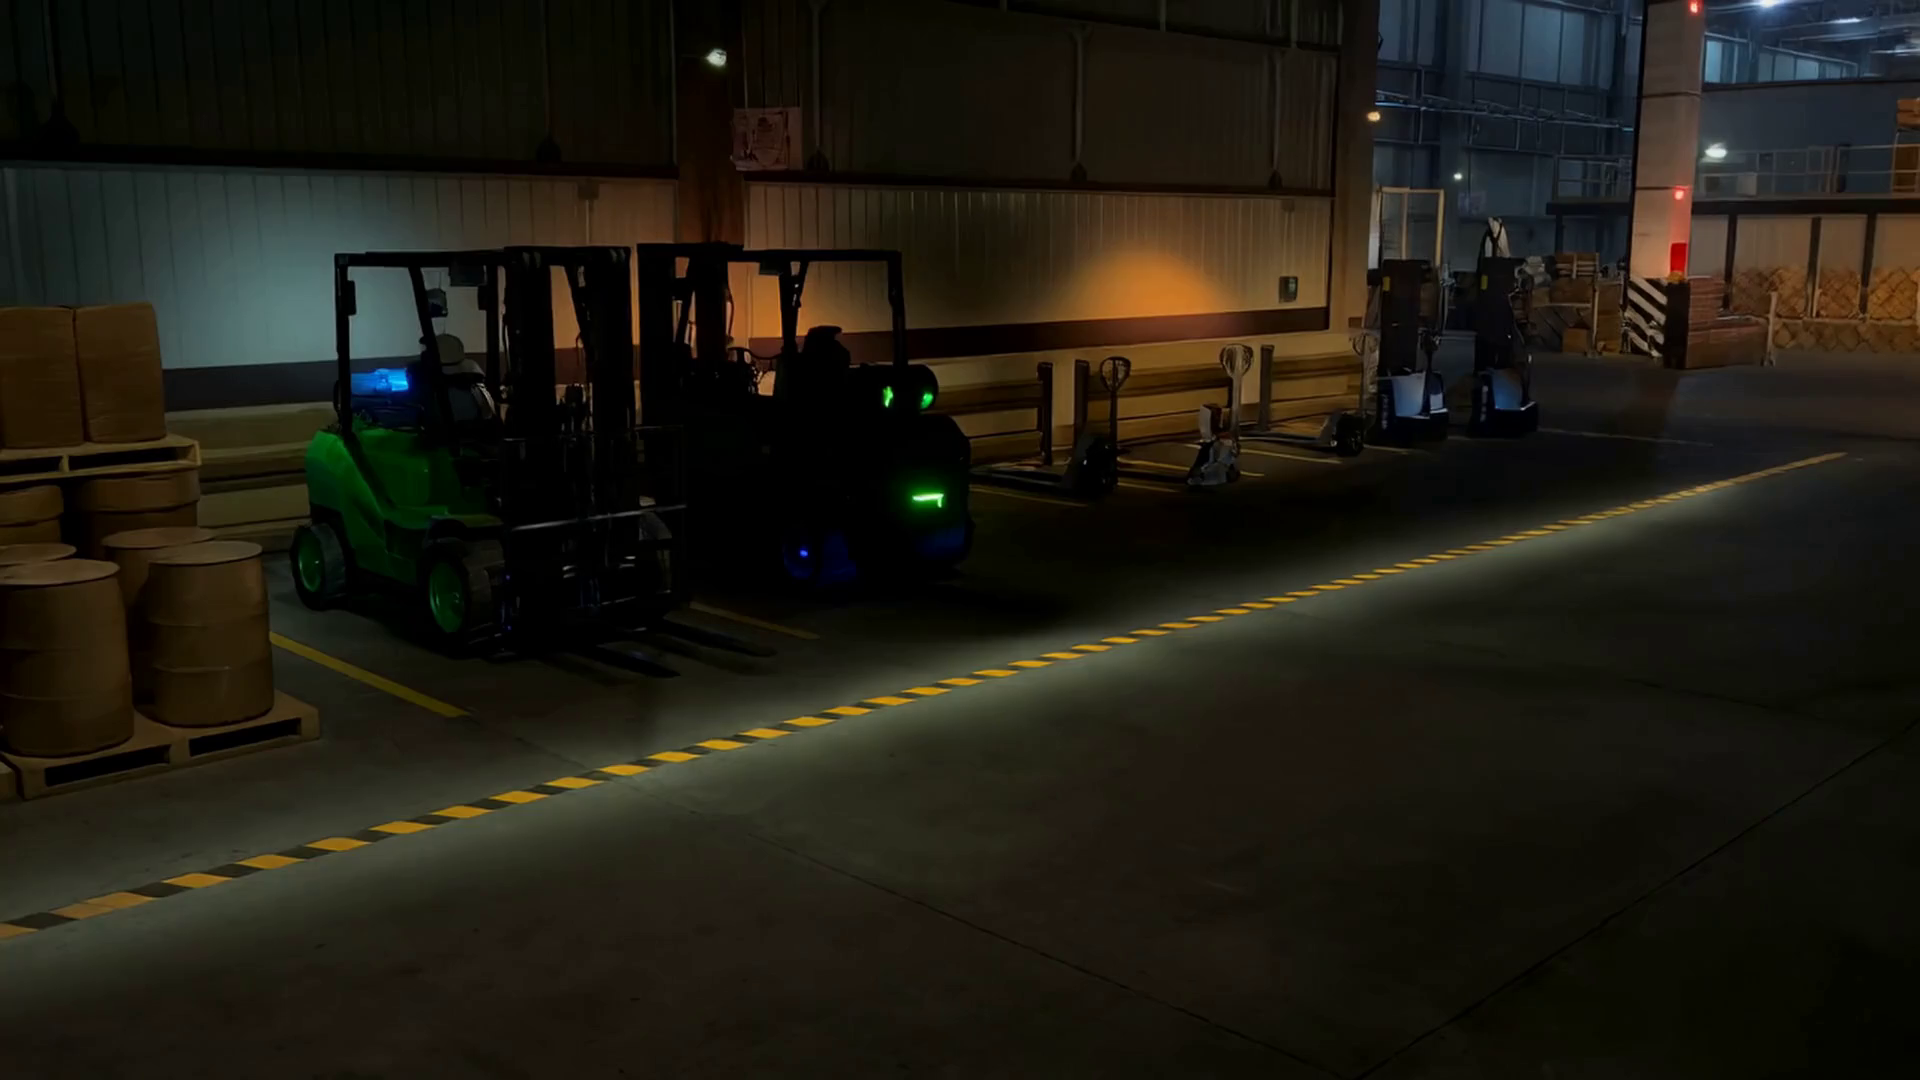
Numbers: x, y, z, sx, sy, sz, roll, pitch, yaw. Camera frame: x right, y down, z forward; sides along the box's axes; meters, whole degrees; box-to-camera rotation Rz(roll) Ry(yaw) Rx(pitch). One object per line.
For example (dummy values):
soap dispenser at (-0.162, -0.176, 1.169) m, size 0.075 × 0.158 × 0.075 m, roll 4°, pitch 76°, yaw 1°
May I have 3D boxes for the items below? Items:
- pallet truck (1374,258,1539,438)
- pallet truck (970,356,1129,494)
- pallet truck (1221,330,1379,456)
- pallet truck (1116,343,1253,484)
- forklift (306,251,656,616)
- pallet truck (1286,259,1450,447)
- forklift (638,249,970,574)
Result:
pallet truck at (5.704, -2.208, 18.901) m, size 1.885 × 1.965 × 0.823 m, roll 10°, pitch 14°, yaw 43°
pallet truck at (0.784, -1.085, 14.876) m, size 0.680 × 1.201 × 1.601 m, roll -10°, pitch 14°, yaw -44°
pallet truck at (3.563, -1.581, 17.381) m, size 0.653 × 1.274 × 1.630 m, roll -10°, pitch 14°, yaw -44°
pallet truck at (1.962, -1.215, 15.415) m, size 1.522 × 1.261 × 0.704 m, roll 10°, pitch 14°, yaw 43°
forklift at (-2.833, -0.669, 9.694) m, size 1.157 × 1.987 × 2.680 m, roll -10°, pitch 14°, yaw -44°
pallet truck at (4.493, -2.078, 18.196) m, size 0.823 × 1.965 × 1.885 m, roll -9°, pitch 14°, yaw -40°
forklift at (-1.173, -0.958, 11.239) m, size 2.680 × 1.987 × 1.157 m, roll 10°, pitch 14°, yaw 43°
